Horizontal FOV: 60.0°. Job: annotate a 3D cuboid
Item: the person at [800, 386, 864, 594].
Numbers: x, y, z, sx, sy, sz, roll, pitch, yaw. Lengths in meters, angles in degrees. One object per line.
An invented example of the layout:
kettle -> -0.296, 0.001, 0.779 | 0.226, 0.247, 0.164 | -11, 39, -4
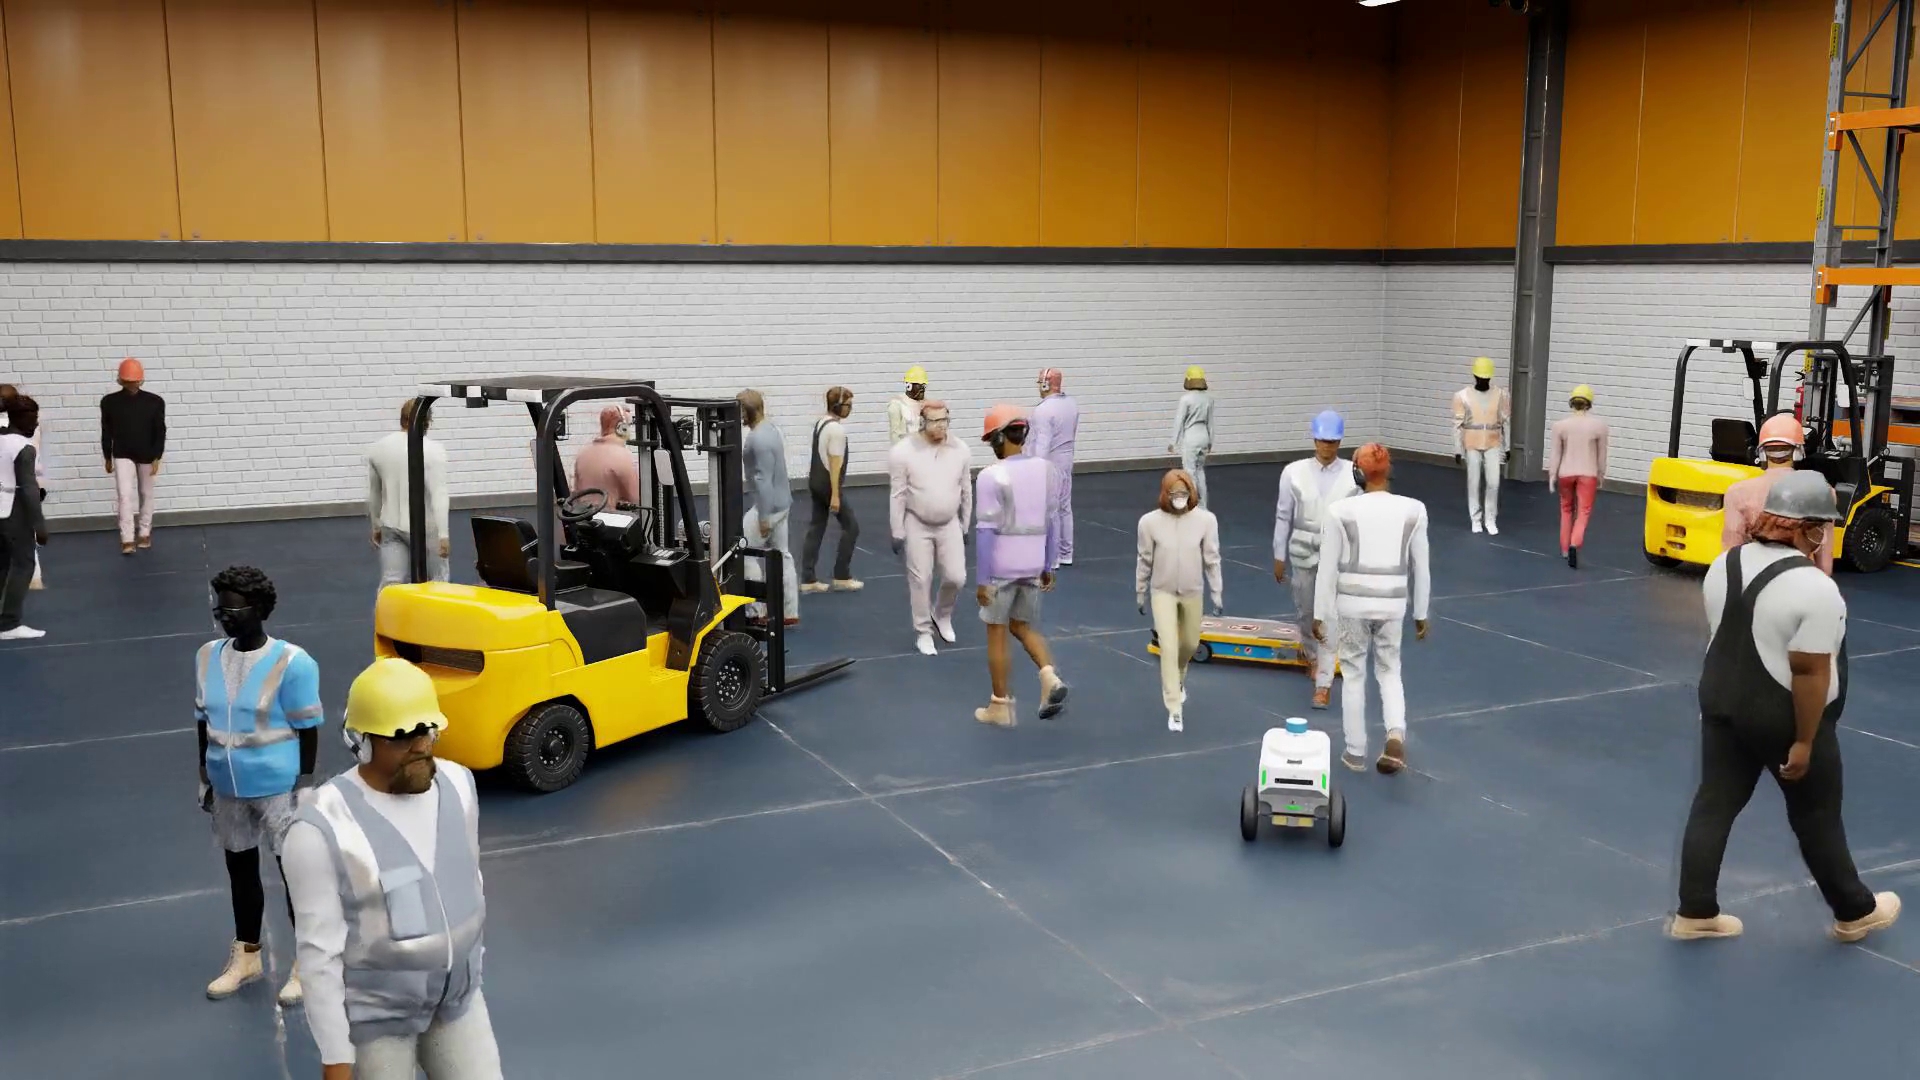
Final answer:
person -> -1.085, -0.422, 14.404 | 0.695, 1.806, 0.662 | -4, 10, -25

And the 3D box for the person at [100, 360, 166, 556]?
person -> -8.217, -0.827, 16.561 | 0.600, 1.920, 1.032 | -4, 10, -25

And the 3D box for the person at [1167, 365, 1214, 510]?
person -> 2.646, -1.121, 18.980 | 0.511, 1.741, 0.352 | -7, 12, -38

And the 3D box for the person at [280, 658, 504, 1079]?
person -> -1.445, 1.196, 4.344 | 0.431, 1.815, 0.604 | 7, 11, 37

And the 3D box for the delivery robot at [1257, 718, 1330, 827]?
delivery robot -> 1.680, 1.137, 8.336 | 0.477, 0.478, 0.707 | 2, 9, 12

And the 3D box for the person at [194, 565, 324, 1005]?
person -> -2.681, 0.937, 6.382 | 0.552, 1.704, 0.348 | 2, 9, 13

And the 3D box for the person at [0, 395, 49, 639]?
person -> -7.259, -0.170, 12.670 | 0.749, 1.870, 0.412 | 6, 11, 32

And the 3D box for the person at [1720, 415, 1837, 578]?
person -> 4.612, 0.287, 9.454 | 0.612, 1.991, 0.392 | 1, 9, 8

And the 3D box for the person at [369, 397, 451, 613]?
person -> -3.919, -0.070, 11.964 | 0.748, 1.890, 0.828 | 3, 10, 18

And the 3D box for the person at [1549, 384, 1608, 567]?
person -> 5.890, -0.624, 15.900 | 0.511, 1.728, 0.817 | 5, 10, 29

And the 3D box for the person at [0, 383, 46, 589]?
person -> -8.412, -0.466, 14.656 | 0.646, 1.820, 0.639 | 0, 9, 2

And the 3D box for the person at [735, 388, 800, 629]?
person -> -1.543, -0.218, 12.846 | 0.632, 1.904, 0.689 | 1, 9, 3

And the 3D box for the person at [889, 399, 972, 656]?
person -> -0.208, -0.094, 12.164 | 0.647, 1.891, 0.440 | -3, 10, -18

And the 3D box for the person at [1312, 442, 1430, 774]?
person -> 2.286, 0.399, 9.170 | 0.628, 1.863, 0.575 | 0, 9, 1

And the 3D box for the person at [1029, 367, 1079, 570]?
person -> 0.852, -0.669, 15.660 | 0.403, 1.904, 0.652 | 6, 11, 32

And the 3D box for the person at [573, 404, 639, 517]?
person -> -2.344, -0.004, 11.644 | 0.835, 1.875, 0.673 | -7, 12, -38

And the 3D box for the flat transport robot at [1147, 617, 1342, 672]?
flat transport robot -> 2.137, 0.731, 12.026 | 1.431, 0.197, 0.652 | 4, 10, 24

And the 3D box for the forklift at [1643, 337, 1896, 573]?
forklift -> 7.551, -0.789, 15.507 | 2.313, 2.155, 1.214 | -4, 10, -25

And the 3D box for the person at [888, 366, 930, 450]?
person -> -0.486, -0.895, 17.325 | 0.403, 1.825, 0.595 | 9, 13, 43

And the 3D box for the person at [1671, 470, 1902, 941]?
person -> 3.463, 0.674, 6.903 | 0.976, 2.000, 0.687 | -3, 10, -19

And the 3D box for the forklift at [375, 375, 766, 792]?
forklift -> -2.268, 0.149, 9.685 | 1.214, 2.155, 2.313 | 6, 11, 32

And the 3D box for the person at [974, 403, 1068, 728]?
person -> 0.359, 0.170, 10.186 | 0.640, 1.995, 0.619 | -7, 12, -37

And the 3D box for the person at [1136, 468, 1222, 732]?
person -> 1.352, 0.330, 10.386 | 0.518, 1.601, 0.751 | 0, 9, -2

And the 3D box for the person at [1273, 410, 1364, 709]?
person -> 2.389, 0.084, 10.976 | 0.622, 1.913, 0.950 | 3, 10, 17

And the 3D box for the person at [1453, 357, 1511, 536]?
person -> 5.554, -0.995, 17.684 | 0.628, 1.894, 0.631 | 1, 9, 8
